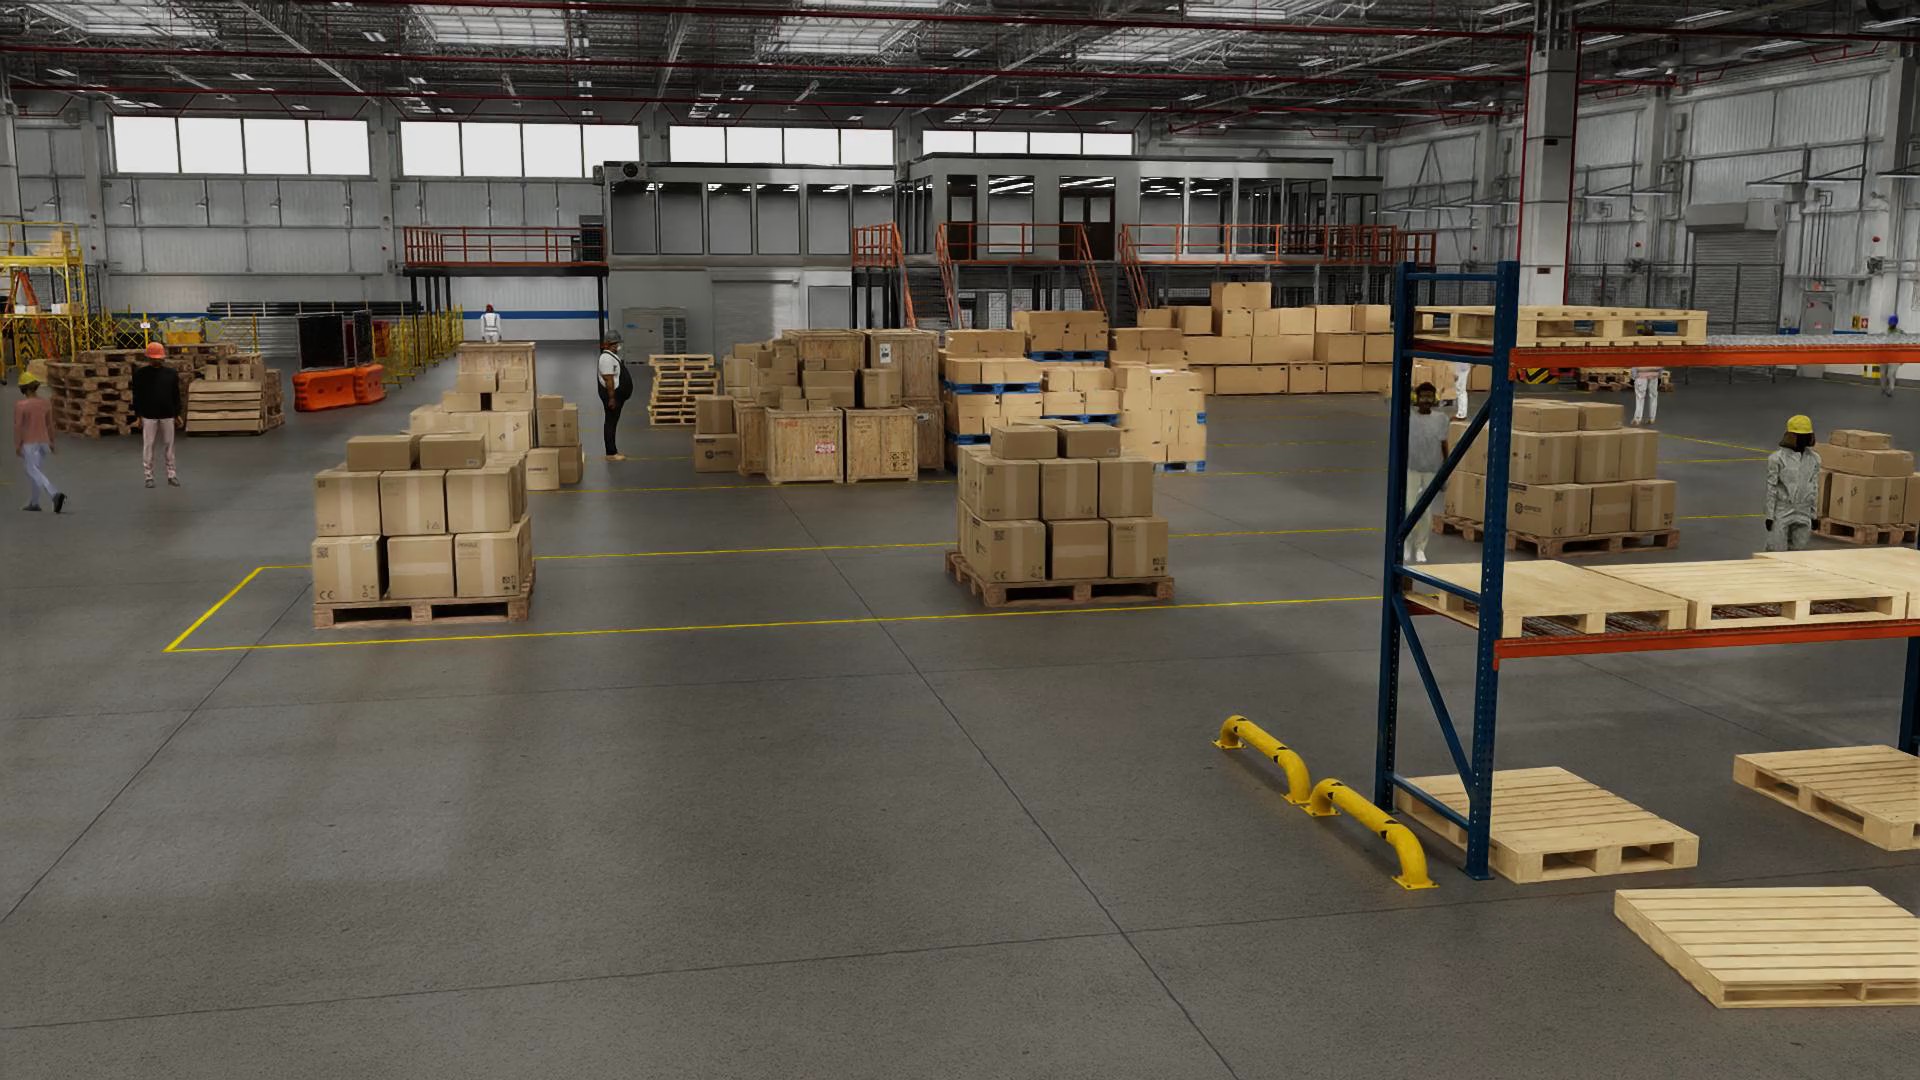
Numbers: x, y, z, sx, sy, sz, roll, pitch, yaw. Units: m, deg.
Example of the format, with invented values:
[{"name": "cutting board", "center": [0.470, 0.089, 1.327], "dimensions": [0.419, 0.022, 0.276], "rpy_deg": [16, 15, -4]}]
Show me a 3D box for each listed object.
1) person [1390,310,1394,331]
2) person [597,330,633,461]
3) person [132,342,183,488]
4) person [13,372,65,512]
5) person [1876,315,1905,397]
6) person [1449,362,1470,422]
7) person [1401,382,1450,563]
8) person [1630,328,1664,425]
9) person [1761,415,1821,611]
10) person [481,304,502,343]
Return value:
[{"name": "person", "center": [11.769, -5.348, 45.394], "dimensions": [0.624, 1.840, 0.429], "rpy_deg": [3, 10, 17]}, {"name": "person", "center": [-5.375, -2.262, 25.967], "dimensions": [0.536, 2.000, 0.688], "rpy_deg": [-2, 9, -10]}, {"name": "person", "center": [-10.977, -1.711, 22.773], "dimensions": [0.610, 1.986, 0.393], "rpy_deg": [-7, 12, -37]}, {"name": "person", "center": [-11.267, -1.187, 20.329], "dimensions": [0.764, 1.743, 0.530], "rpy_deg": [3, 10, 19]}, {"name": "person", "center": [21.725, -4.305, 38.864], "dimensions": [0.620, 1.906, 0.885], "rpy_deg": [5, 11, 28]}, {"name": "person", "center": [9.748, -3.261, 32.421], "dimensions": [0.384, 1.932, 0.622], "rpy_deg": [4, 10, 21]}, {"name": "person", "center": [4.711, -0.678, 16.884], "dimensions": [0.508, 1.853, 0.500], "rpy_deg": [1, 9, 7]}, {"name": "person", "center": [13.085, -3.106, 31.711], "dimensions": [0.625, 1.846, 0.429], "rpy_deg": [-1, 9, -4]}, {"name": "person", "center": [7.198, -0.213, 14.381], "dimensions": [0.493, 1.743, 0.297], "rpy_deg": [-1, 9, -8]}, {"name": "person", "center": [-14.605, -6.421, 51.828], "dimensions": [0.615, 1.867, 0.525], "rpy_deg": [-2, 10, -11]}]
